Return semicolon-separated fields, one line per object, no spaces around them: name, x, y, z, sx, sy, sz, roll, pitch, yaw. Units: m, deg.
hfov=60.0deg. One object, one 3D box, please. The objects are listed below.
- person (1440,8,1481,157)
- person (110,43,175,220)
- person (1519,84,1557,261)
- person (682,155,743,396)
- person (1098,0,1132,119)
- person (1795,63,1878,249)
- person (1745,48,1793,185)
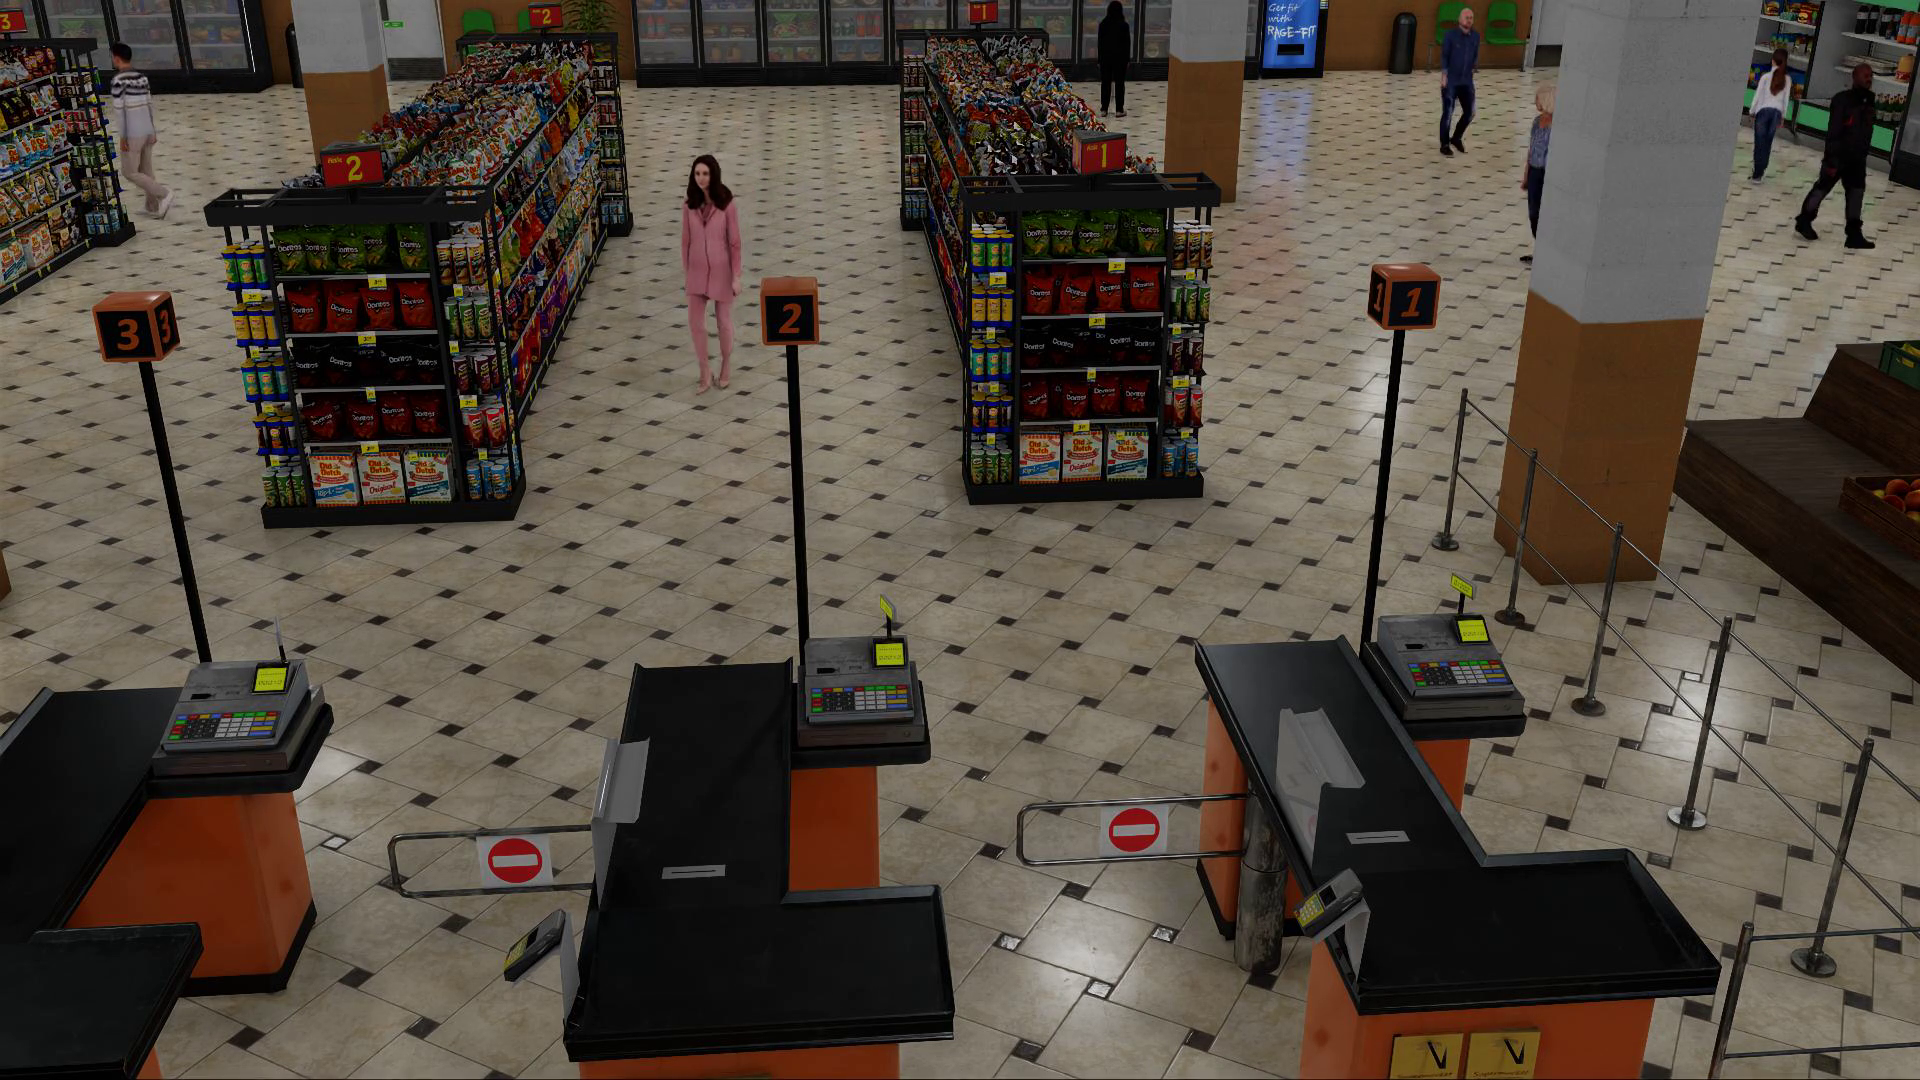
person;6.308;-5.836;21.226;0.744;1.809;0.670;-5;24;-11
person;-8.734;-4.333;17.766;0.911;1.830;0.920;5;24;12
person;5.709;-3.495;16.019;0.901;1.695;0.713;-20;30;-38
person;-1.826;-2.008;12.513;0.729;1.782;0.801;3;24;7
person;2.212;-6.929;23.968;0.737;1.614;0.752;8;25;17
person;8.834;-3.864;16.755;0.818;1.781;1.276;-5;24;-11
person;9.538;-4.963;19.574;0.610;1.534;0.843;1;24;2
